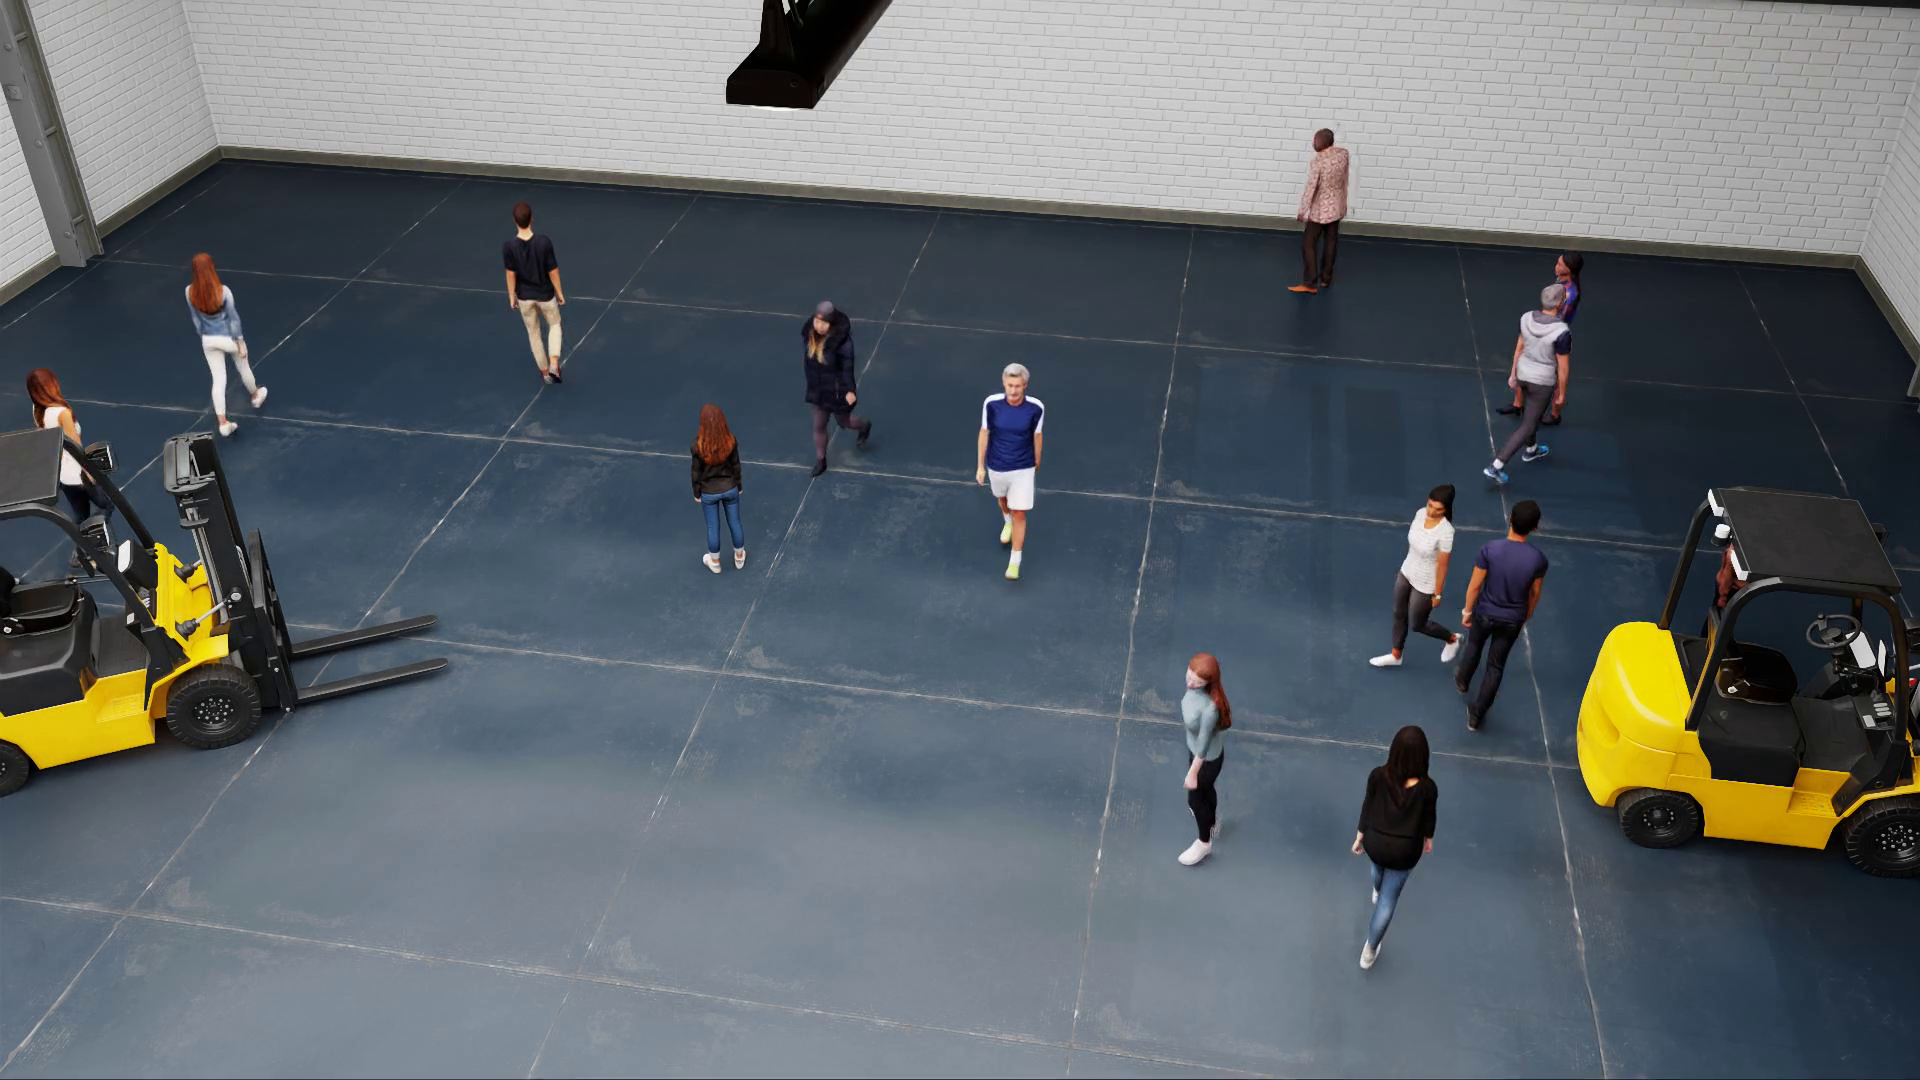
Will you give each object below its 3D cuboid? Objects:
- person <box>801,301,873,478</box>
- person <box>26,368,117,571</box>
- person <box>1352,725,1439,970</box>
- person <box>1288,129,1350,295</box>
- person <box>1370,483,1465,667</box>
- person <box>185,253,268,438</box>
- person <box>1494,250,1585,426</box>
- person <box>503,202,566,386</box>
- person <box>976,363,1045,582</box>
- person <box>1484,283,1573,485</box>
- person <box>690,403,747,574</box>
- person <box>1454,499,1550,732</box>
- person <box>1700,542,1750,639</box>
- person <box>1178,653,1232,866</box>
[{"bbox_3d":[-1.068,-1.373,14.526,0.904,1.648,1.120,20,39,27],"label":"person"},{"bbox_3d":[-7.059,-0.491,13.087,0.695,1.772,0.704,17,37,24],"label":"person"},{"bbox_3d":[2.526,1.826,9.753,0.776,1.604,1.094,15,36,21],"label":"person"},{"bbox_3d":[3.896,-3.503,17.609,0.906,1.783,0.919,-7,34,-11],"label":"person"},{"bbox_3d":[3.420,0.283,12.057,0.831,1.623,0.896,-6,34,-9],"label":"person"},{"bbox_3d":[-6.717,-1.734,15.056,0.765,1.661,1.165,0,34,1],"label":"person"},{"bbox_3d":[5.488,-1.808,15.111,0.756,1.726,0.810,-2,34,-2],"label":"person"},{"bbox_3d":[-3.985,-2.263,15.683,0.839,1.850,0.932,-8,34,-12],"label":"person"},{"bbox_3d":[0.410,-0.641,13.306,0.649,1.779,1.181,6,34,9],"label":"person"},{"bbox_3d":[4.896,-1.317,14.313,1.220,1.792,1.219,-16,37,-22],"label":"person"},{"bbox_3d":[-1.916,-0.414,13.234,0.627,1.480,0.643,-12,35,-18],"label":"person"},{"bbox_3d":[3.729,0.573,11.493,0.728,1.765,0.920,8,34,12],"label":"person"},{"bbox_3d":[5.711,0.321,12.334,0.659,1.254,0.572,29,43,36],"label":"person"},{"bbox_3d":[1.549,1.328,10.408,0.862,1.709,0.568,8,34,12],"label":"person"}]
